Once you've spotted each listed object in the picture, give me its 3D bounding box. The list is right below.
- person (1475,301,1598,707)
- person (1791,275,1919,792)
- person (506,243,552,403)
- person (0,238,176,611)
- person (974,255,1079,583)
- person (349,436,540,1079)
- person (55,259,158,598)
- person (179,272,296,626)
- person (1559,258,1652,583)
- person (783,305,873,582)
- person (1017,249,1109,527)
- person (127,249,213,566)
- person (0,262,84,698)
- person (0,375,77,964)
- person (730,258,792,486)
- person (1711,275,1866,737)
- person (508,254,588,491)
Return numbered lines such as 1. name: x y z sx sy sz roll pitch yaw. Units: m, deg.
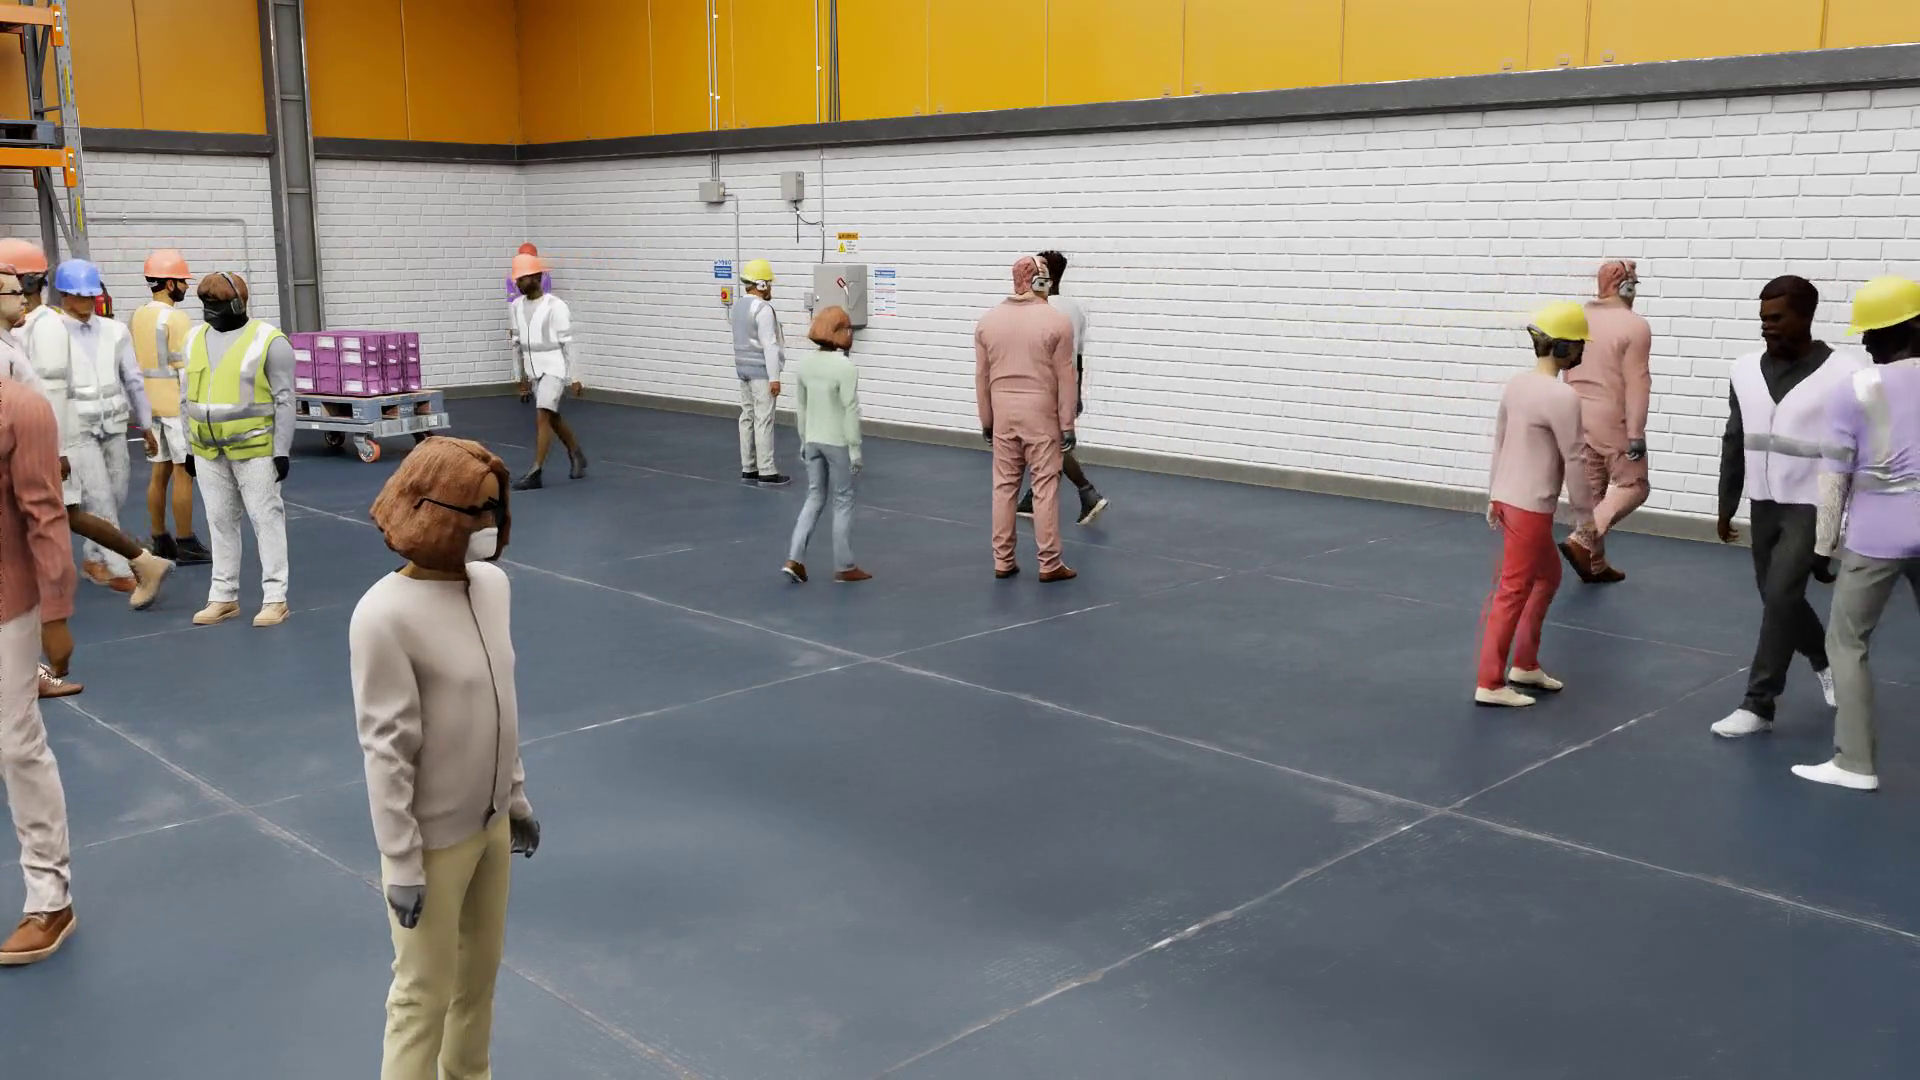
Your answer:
1. person: 2.501 -0.139 7.099 0.611 1.743 0.520 -1 10 -4
2. person: 3.466 -0.004 6.046 0.738 1.886 0.419 0 10 -1
3. person: -5.199 -2.625 20.169 0.543 1.928 0.374 -2 11 -10
4. person: -4.672 -0.551 8.648 0.913 2.016 0.611 -9 14 -41
5. person: 0.409 -0.704 9.760 0.643 1.905 0.400 6 12 29
6. person: -1.023 0.599 3.389 0.284 1.633 0.498 2 11 13
7. person: -4.871 -0.623 9.382 0.803 1.891 0.650 6 12 31
8. person: -3.758 -0.463 8.633 0.619 1.838 0.430 2 11 9
9. person: 3.690 -0.662 9.548 0.485 1.891 0.667 -4 11 -22
10. person: -0.776 -0.537 9.663 0.516 1.648 0.413 9 14 42
11. person: 0.689 -1.065 11.649 0.925 1.934 0.607 8 13 37
12. person: -4.835 -0.811 10.247 0.551 1.935 0.375 7 12 32
13. person: -4.165 -0.258 7.318 0.407 1.910 0.638 -7 13 -34
14. person: -2.793 0.194 4.636 0.633 1.990 0.402 0 10 1
15. person: -1.621 -1.359 13.516 0.404 1.835 0.590 -7 13 -35
16. person: 3.467 -0.152 6.855 0.881 1.878 0.626 -5 12 -27
17. person: -3.315 -1.371 13.487 0.595 1.886 0.991 6 12 30
